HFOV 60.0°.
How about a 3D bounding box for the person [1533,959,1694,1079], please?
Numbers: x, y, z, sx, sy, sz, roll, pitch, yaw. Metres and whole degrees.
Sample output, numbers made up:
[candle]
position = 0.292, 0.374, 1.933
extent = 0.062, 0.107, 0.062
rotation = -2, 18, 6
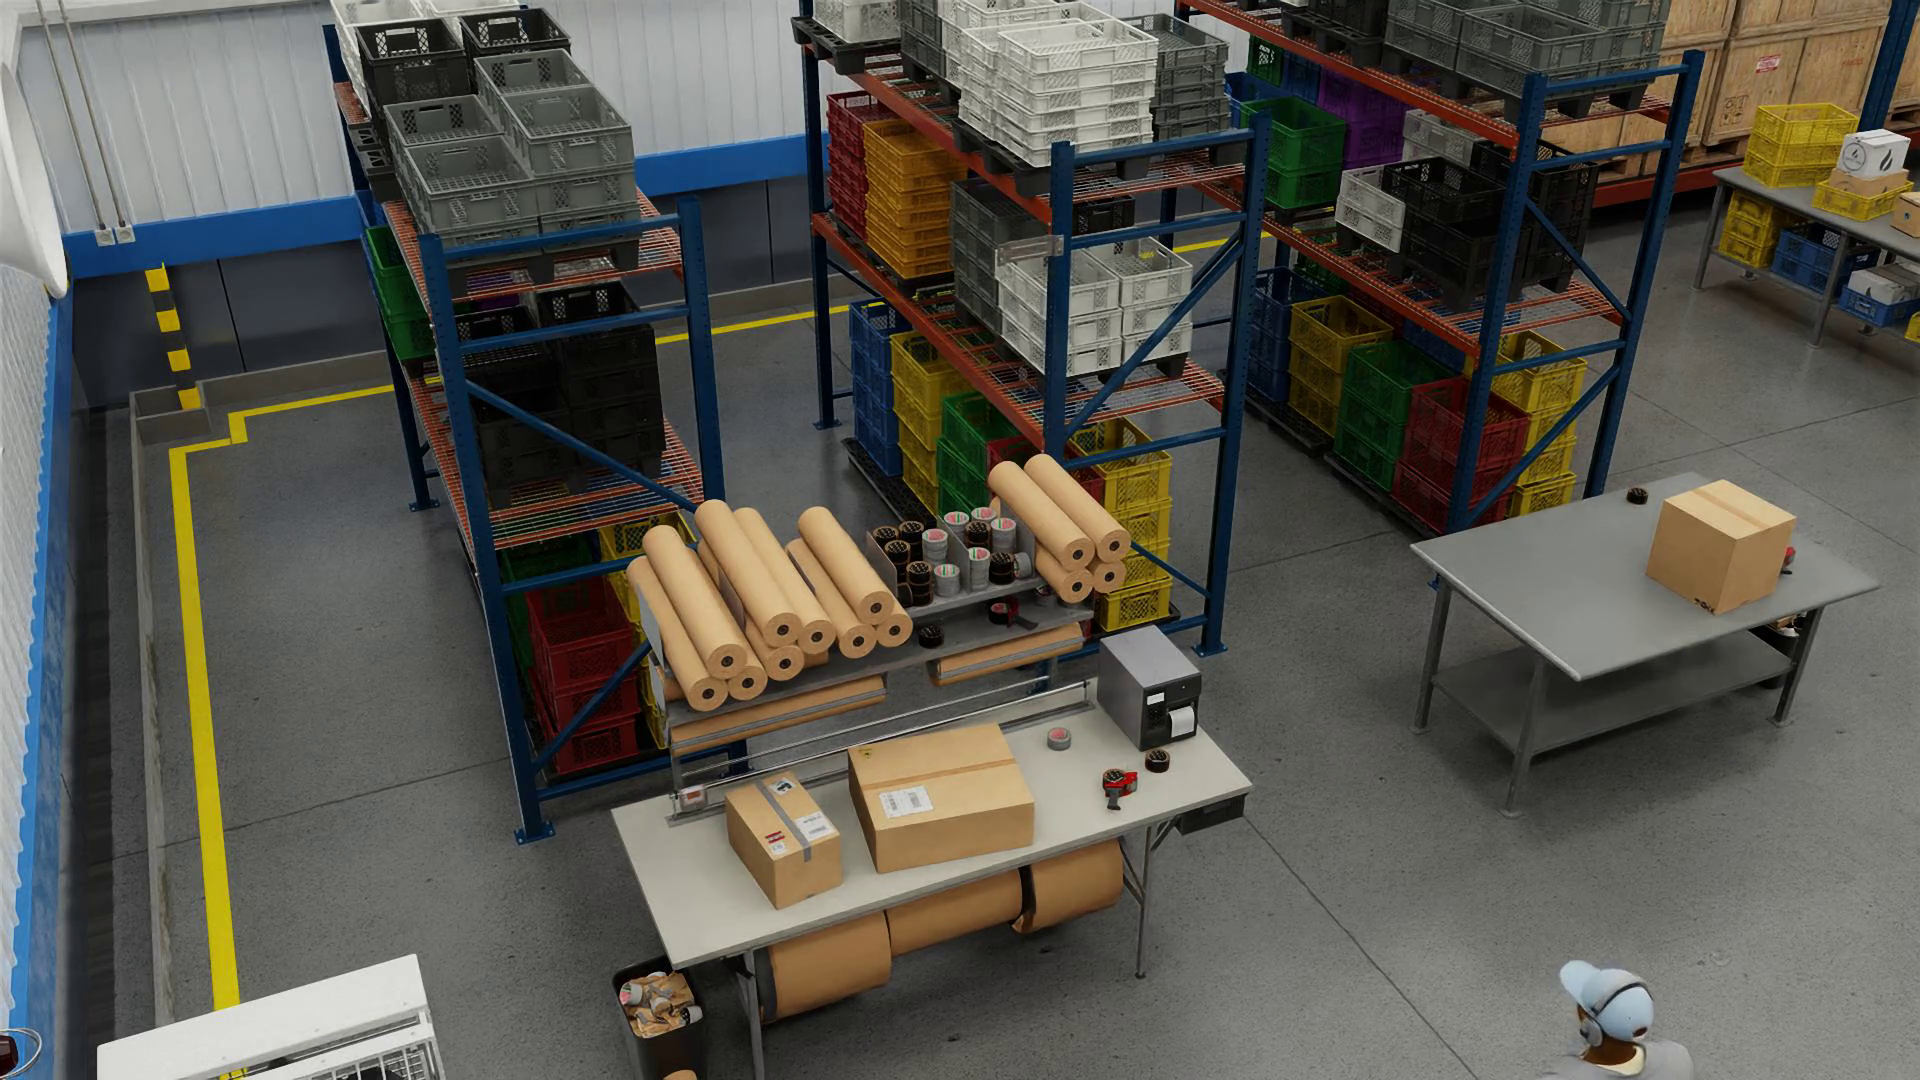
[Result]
[person]
position = 1.888, 2.016, 5.186
extent = 0.587, 1.853, 0.376
rotation = -11, 33, -18
